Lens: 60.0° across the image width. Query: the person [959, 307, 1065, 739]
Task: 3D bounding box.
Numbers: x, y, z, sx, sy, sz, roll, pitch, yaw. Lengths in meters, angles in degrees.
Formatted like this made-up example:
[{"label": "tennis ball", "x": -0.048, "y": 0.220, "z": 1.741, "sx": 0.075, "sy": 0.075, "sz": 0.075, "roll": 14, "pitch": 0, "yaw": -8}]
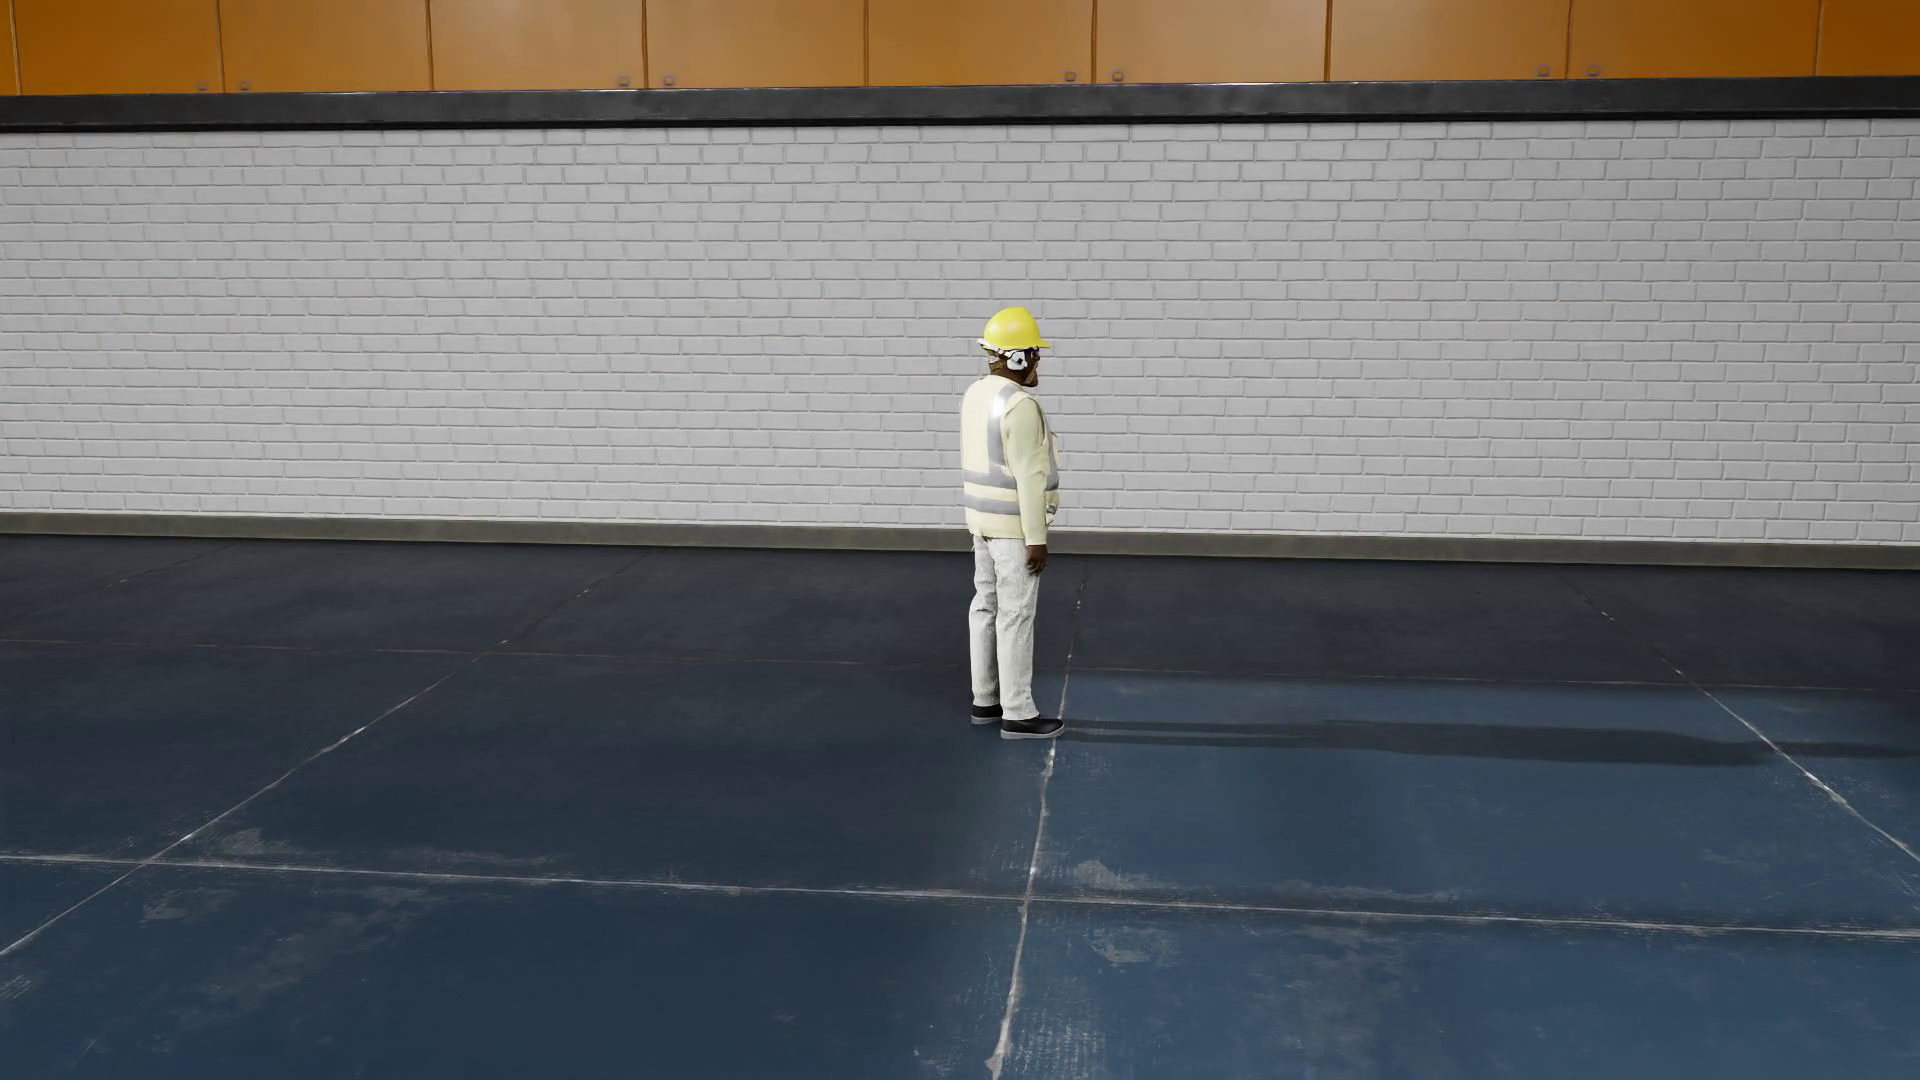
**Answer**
[{"label": "person", "x": 0.223, "y": -0.071, "z": 7.113, "sx": 0.404, "sy": 1.833, "sz": 0.586, "roll": -5, "pitch": 11, "yaw": -26}]
